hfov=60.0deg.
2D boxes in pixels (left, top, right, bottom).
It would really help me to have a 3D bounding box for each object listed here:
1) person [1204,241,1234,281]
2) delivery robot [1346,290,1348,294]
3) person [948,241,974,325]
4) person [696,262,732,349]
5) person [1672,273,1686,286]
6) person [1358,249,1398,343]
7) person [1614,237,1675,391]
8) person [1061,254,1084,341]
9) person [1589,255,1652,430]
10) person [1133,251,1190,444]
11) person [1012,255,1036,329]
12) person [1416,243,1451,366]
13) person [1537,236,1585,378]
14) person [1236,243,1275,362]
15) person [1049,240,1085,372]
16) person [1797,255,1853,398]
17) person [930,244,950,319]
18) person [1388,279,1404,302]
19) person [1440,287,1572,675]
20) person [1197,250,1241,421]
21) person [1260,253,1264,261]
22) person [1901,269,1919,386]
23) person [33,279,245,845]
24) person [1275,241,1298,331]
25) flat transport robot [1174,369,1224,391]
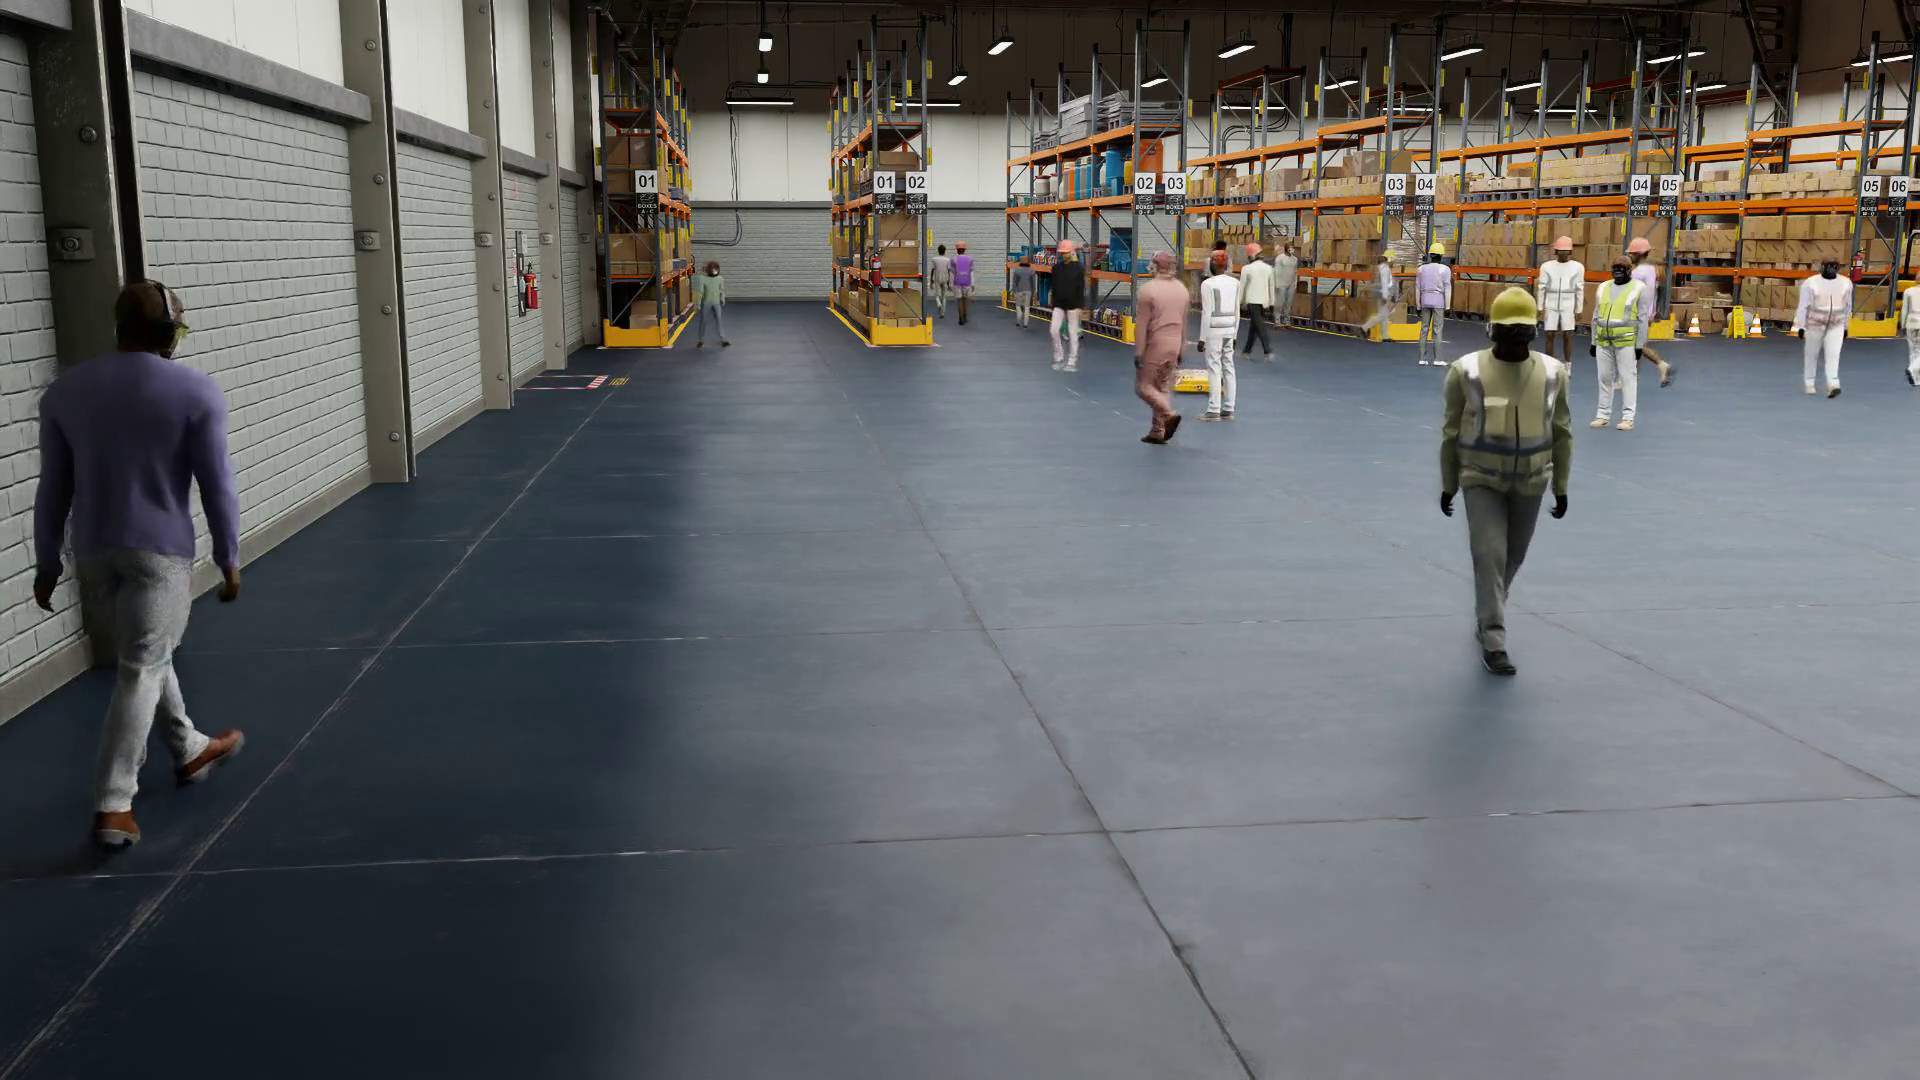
[{"bbox_3d":[5.337,-5.105,33.843,0.639,1.936,0.817,-4,11,-22],"label":"person"},{"bbox_3d":[11.915,-7.370,49.813,0.707,0.478,0.477,10,14,43],"label":"delivery robot"},{"bbox_3d":[0.005,-5.958,38.592,0.580,1.912,0.750,-2,11,-13],"label":"person"},{"bbox_3d":[-4.520,-4.259,30.213,0.574,1.572,0.904,-6,12,-30],"label":"person"},{"bbox_3d":[18.526,-6.791,43.185,0.587,1.912,0.374,2,11,13],"label":"person"},{"bbox_3d":[8.031,-4.664,31.861,0.652,1.794,0.630,2,11,11],"label":"person"},{"bbox_3d":[8.942,-2.940,21.771,0.765,2.024,0.625,10,14,44],"label":"person"},{"bbox_3d":[2.200,-4.762,32.616,0.541,1.707,0.946,-3,11,-16],"label":"person"},{"bbox_3d":[6.945,-2.080,17.580,0.430,1.835,0.627,-8,13,-37],"label":"person"},{"bbox_3d":[1.968,-1.849,16.136,0.658,1.889,0.581,-8,13,-36],"label":"person"},{"bbox_3d":[1.404,-5.475,36.774,0.536,1.604,0.717,-1,10,-5],"label":"person"},{"bbox_3d":[7.470,-3.708,26.236,0.585,1.927,0.366,9,14,40],"label":"person"},{"bbox_3d":[8.698,-3.371,24.090,0.623,2.039,0.392,5,11,24],"label":"person"},{"bbox_3d":[4.894,-3.894,27.297,0.606,1.935,1.098,-6,12,-28],"label":"person"},{"bbox_3d":[1.595,-3.507,24.987,0.613,1.975,0.522,6,12,31],"label":"person"},{"bbox_3d":[10.982,-2.709,21.126,0.654,1.788,0.972,2,11,13],"label":"person"},{"bbox_3d":[-0.467,-6.381,41.093,0.537,1.852,0.535,-2,11,-12],"label":"person"},{"bbox_3d":[10.284,-6.107,39.556,0.532,1.865,0.310,2,10,9],"label":"person"},{"bbox_3d":[2.611,-0.318,8.007,0.600,1.803,0.874,0,10,2],"label":"person"},{"bbox_3d":[2.854,-2.251,18.367,0.577,1.882,0.349,-8,13,-37],"label":"person"},{"bbox_3d":[6.788,-5.766,38.070,0.542,1.740,0.757,-2,11,-11],"label":"person"},{"bbox_3d":[12.941,-2.868,22.433,0.586,1.619,0.533,-7,13,-35],"label":"person"},{"bbox_3d":[-2.836,0.060,5.725,0.668,1.880,1.047,1,10,7],"label":"person"},{"bbox_3d":[7.061,-5.489,36.001,0.626,1.934,0.361,-7,12,-32],"label":"person"},{"bbox_3d":[3.204,-2.137,22.161,0.652,0.197,1.431,2,10,9],"label":"flat transport robot"}]
